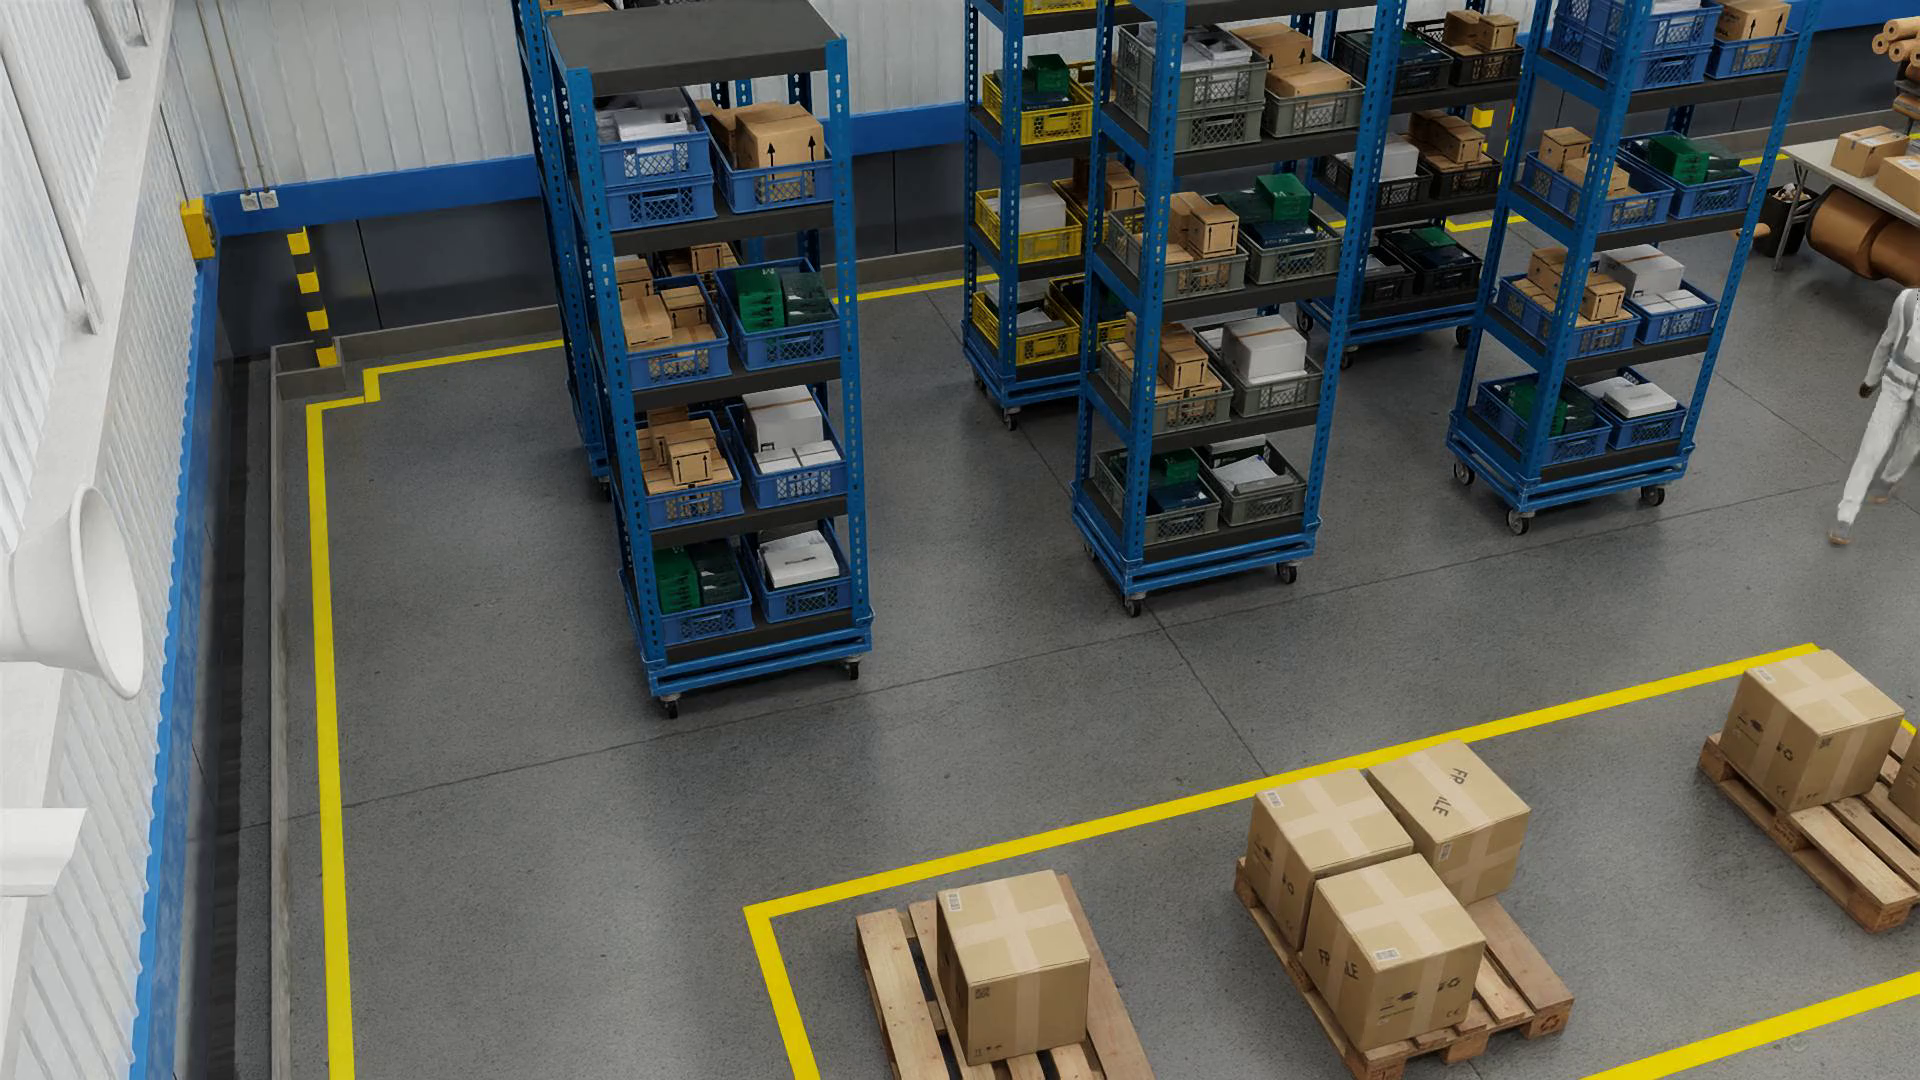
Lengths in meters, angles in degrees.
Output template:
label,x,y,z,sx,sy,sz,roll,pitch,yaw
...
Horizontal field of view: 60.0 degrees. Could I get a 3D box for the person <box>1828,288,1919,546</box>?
label,x,y,z,sx,sy,sz,roll,pitch,yaw
person,5.718,-0.887,9.965,0.587,1.826,0.992,23,41,29
